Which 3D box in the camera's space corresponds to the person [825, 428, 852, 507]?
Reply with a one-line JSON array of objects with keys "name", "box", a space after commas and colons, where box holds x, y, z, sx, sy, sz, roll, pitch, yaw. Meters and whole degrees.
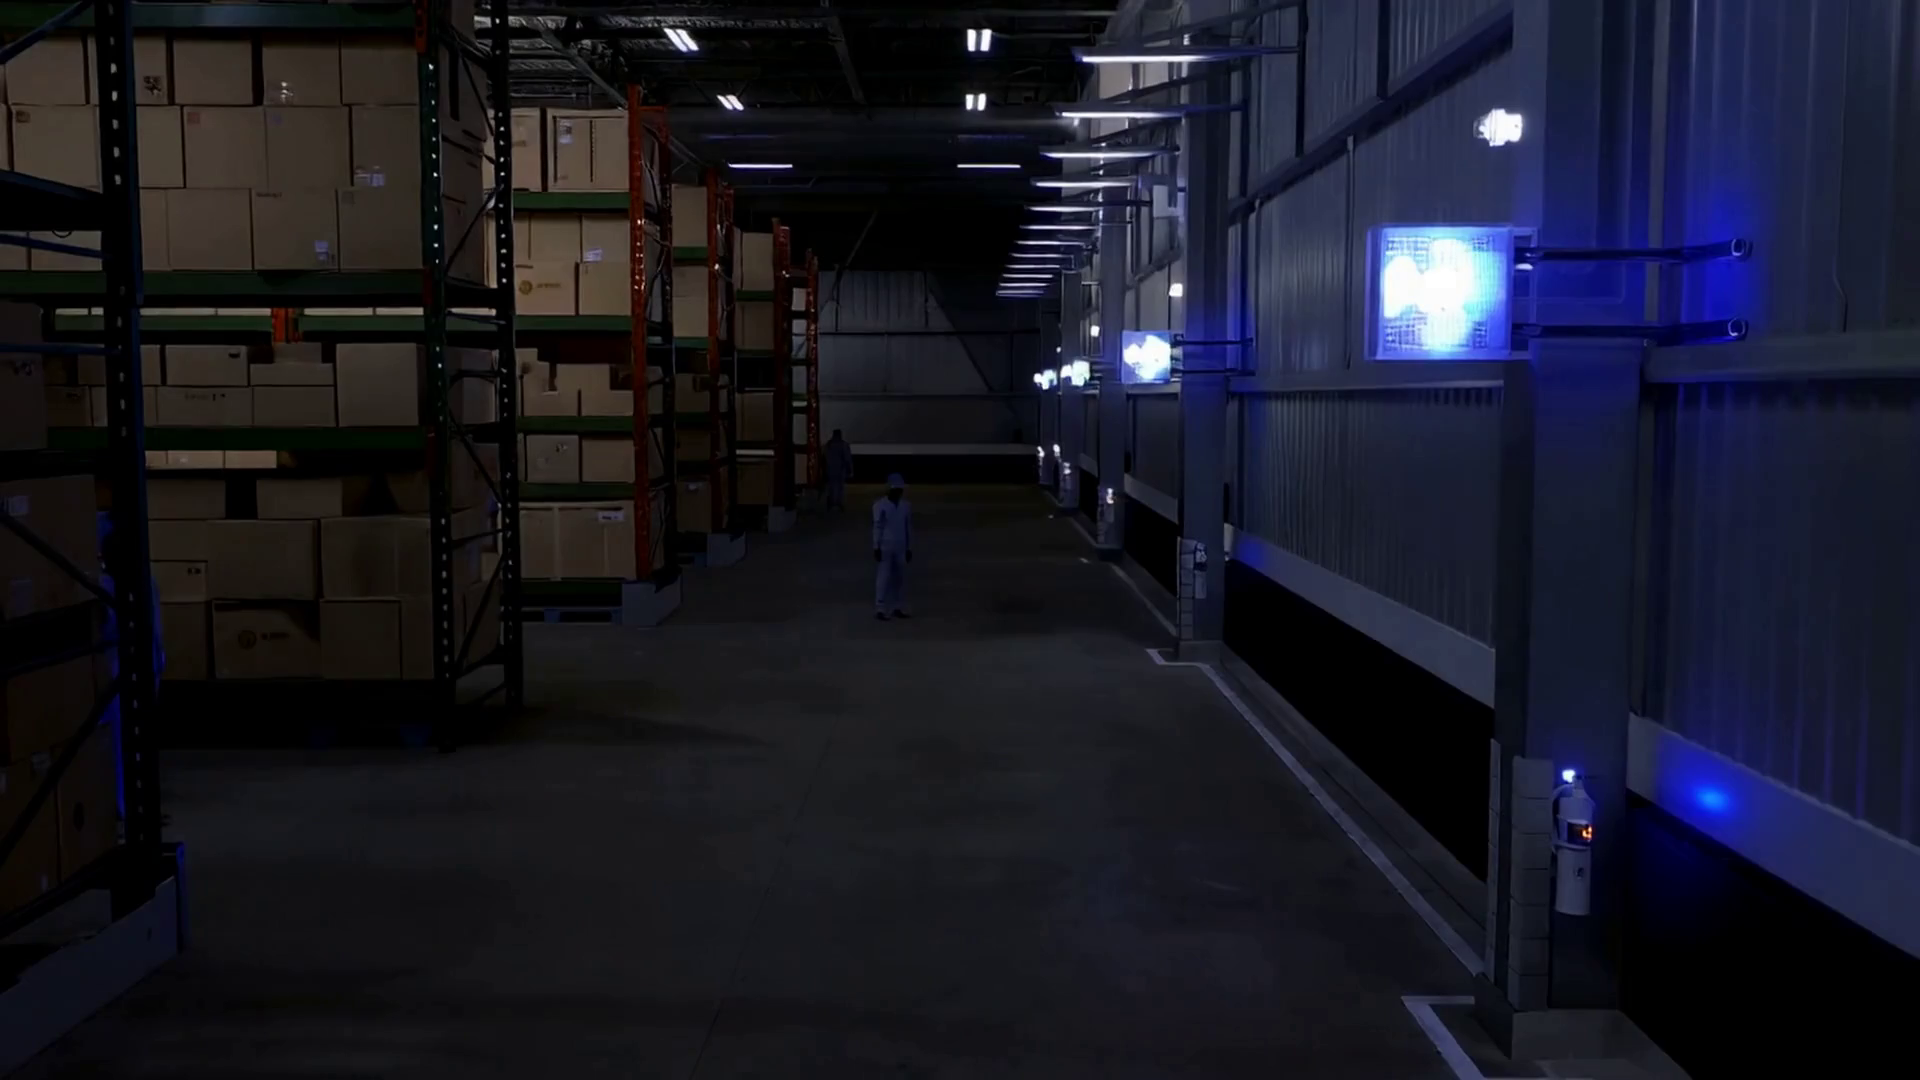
[{"name": "person", "box": [-2.891, -1.720, 39.654, 0.646, 1.892, 0.448, 0, 5, 1]}]

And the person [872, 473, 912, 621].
[{"name": "person", "box": [-0.774, 0.075, 19.598, 0.573, 1.743, 0.350, -4, 7, -42]}]

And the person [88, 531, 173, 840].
[{"name": "person", "box": [-4.992, 0.851, 9.979, 0.430, 1.845, 0.619, 1, 5, 10]}]
